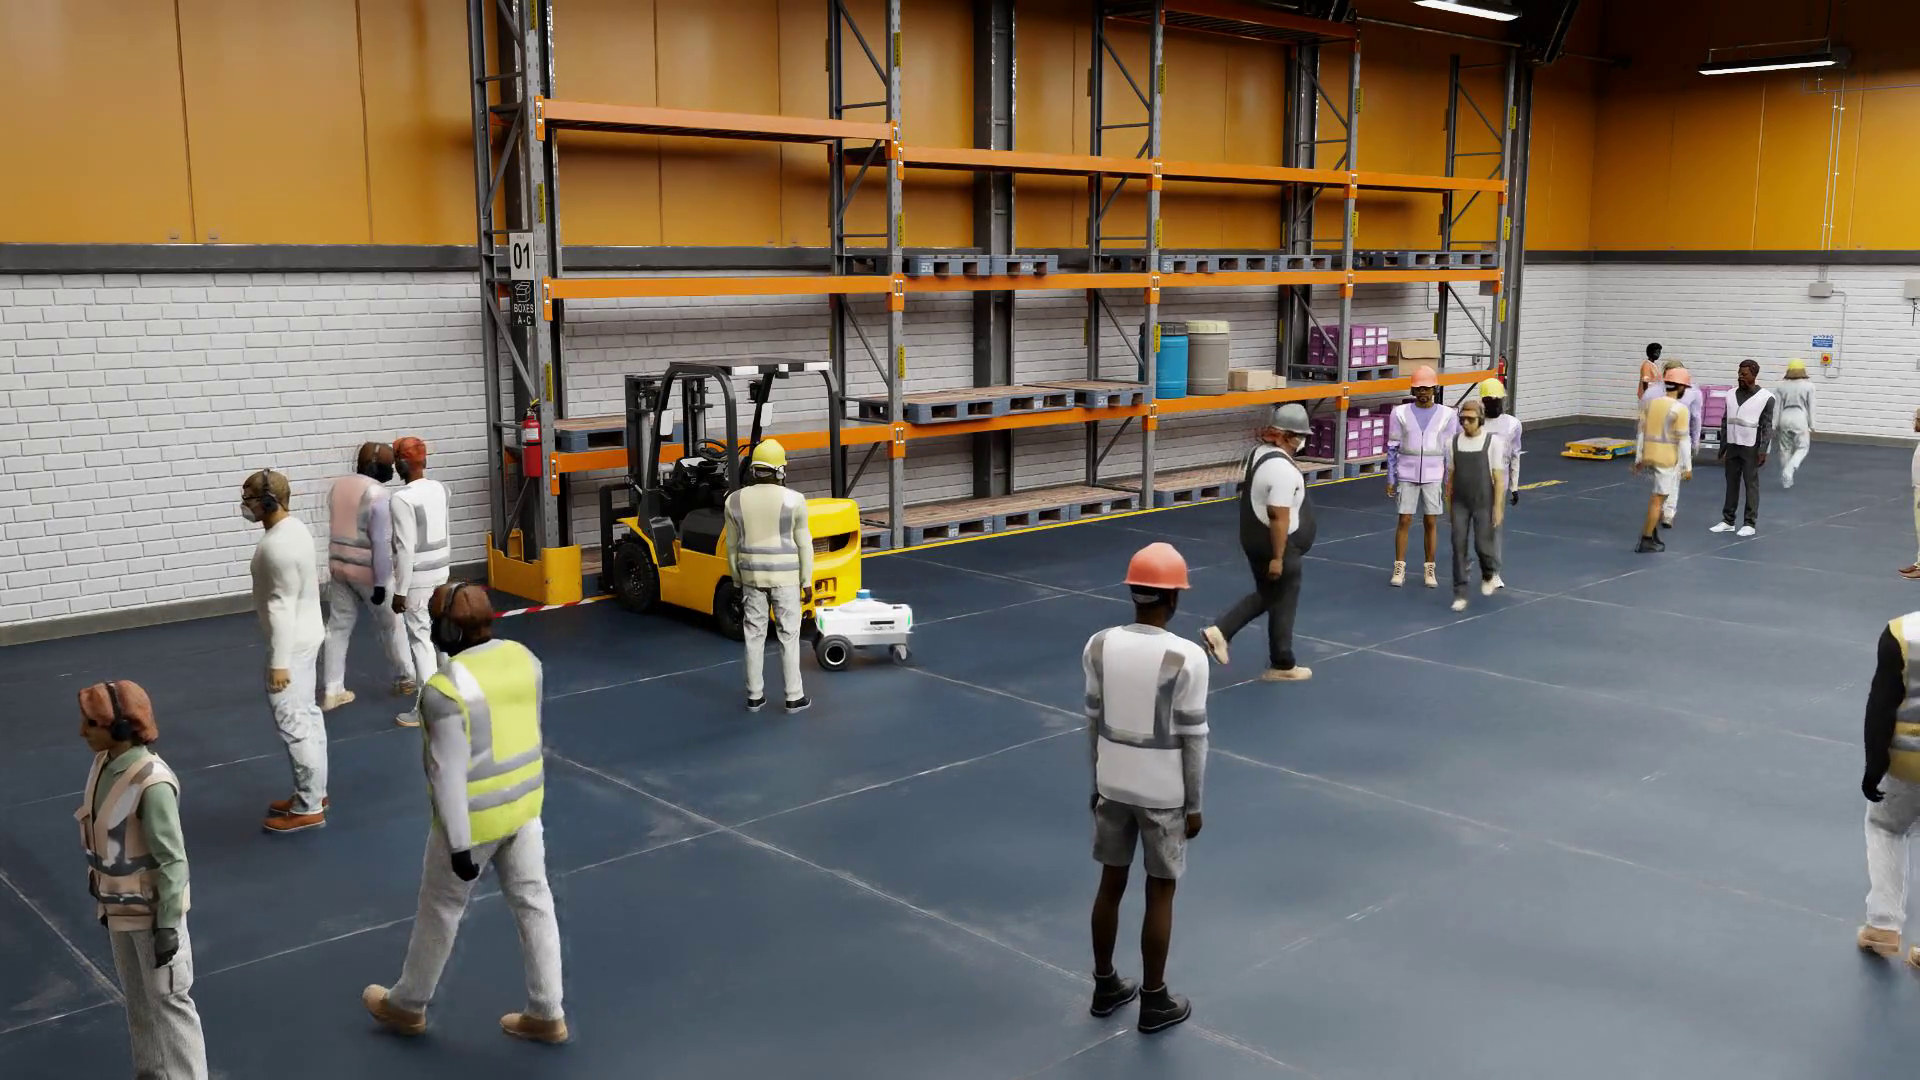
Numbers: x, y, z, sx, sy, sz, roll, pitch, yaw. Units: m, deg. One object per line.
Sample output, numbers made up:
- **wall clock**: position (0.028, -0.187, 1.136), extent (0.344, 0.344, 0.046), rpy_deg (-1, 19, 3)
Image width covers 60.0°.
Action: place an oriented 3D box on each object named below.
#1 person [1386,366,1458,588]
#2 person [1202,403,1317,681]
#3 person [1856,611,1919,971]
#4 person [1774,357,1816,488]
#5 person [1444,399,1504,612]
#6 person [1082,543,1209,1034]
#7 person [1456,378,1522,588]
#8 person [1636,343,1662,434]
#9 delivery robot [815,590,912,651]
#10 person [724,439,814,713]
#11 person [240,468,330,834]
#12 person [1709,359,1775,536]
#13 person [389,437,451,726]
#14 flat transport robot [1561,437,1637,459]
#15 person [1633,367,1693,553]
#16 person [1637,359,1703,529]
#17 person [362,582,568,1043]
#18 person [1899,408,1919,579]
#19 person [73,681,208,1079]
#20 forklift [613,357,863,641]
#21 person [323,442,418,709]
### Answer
- **person**: position (4.215, -0.574, 15.230), extent (0.615, 2.043, 0.373), rpy_deg (2, 10, 14)
- **person**: position (2.186, 0.008, 11.831), extent (0.704, 2.000, 0.689), rpy_deg (-2, 10, -9)
- **person**: position (4.126, 0.935, 7.042), extent (0.644, 1.821, 0.601), rpy_deg (2, 10, 13)
- **person**: position (10.834, -1.517, 21.646), extent (0.498, 1.724, 0.607), rpy_deg (8, 13, 41)
- **person**: position (4.422, -0.307, 14.293), extent (0.535, 1.828, 0.585), rpy_deg (6, 11, 31)
- **person**: position (0.746, 0.967, 6.586), extent (0.541, 1.921, 0.415), rpy_deg (7, 12, 37)
- **person**: position (4.829, -0.521, 15.251), extent (0.594, 1.929, 0.354), rpy_deg (1, 10, 7)
- **person**: position (10.749, -2.230, 25.954), extent (0.319, 1.692, 0.533), rpy_deg (6, 12, 33)
- **delivery robot**: position (-0.717, 0.612, 12.365), extent (0.707, 0.478, 0.477), rpy_deg (-2, 10, -9)
- **person**: position (-1.249, 0.245, 11.053), extent (0.589, 1.833, 0.404), rpy_deg (2, 10, 11)
- **person**: position (-3.563, 0.578, 8.825), extent (0.368, 1.931, 0.633), rpy_deg (-3, 10, -16)
- **person**: position (8.560, -1.010, 18.145), extent (0.391, 1.920, 0.587), rpy_deg (-5, 11, -27)
- **person**: position (-3.490, 0.266, 10.781), extent (0.337, 1.882, 0.584), rpy_deg (2, 10, 13)
- **flat transport robot**: position (9.752, -1.394, 25.217), extent (1.431, 0.197, 0.652), rpy_deg (-9, 14, -44)
- **person**: position (7.215, -0.808, 16.977), extent (0.556, 1.910, 0.592), rpy_deg (-3, 10, -18)
- **person**: position (7.971, -1.088, 18.725), extent (0.652, 1.882, 1.037), rpy_deg (5, 11, 25)
- **person**: position (-1.921, 1.047, 6.438), extent (0.897, 1.802, 0.640), rpy_deg (5, 11, 25)
- **person**: position (9.075, -0.441, 15.674), extent (0.292, 1.627, 0.519), rpy_deg (5, 11, 27)
- **person**: position (-2.774, 1.268, 5.635), extent (0.522, 1.636, 0.311), rpy_deg (9, 13, 41)
- **forklift**: position (-1.847, -0.414, 13.852), extent (1.214, 2.155, 2.313), rpy_deg (-9, 13, -42)
- **person**: position (-4.007, 0.220, 11.328), extent (0.728, 1.791, 0.866), rpy_deg (5, 11, 29)
